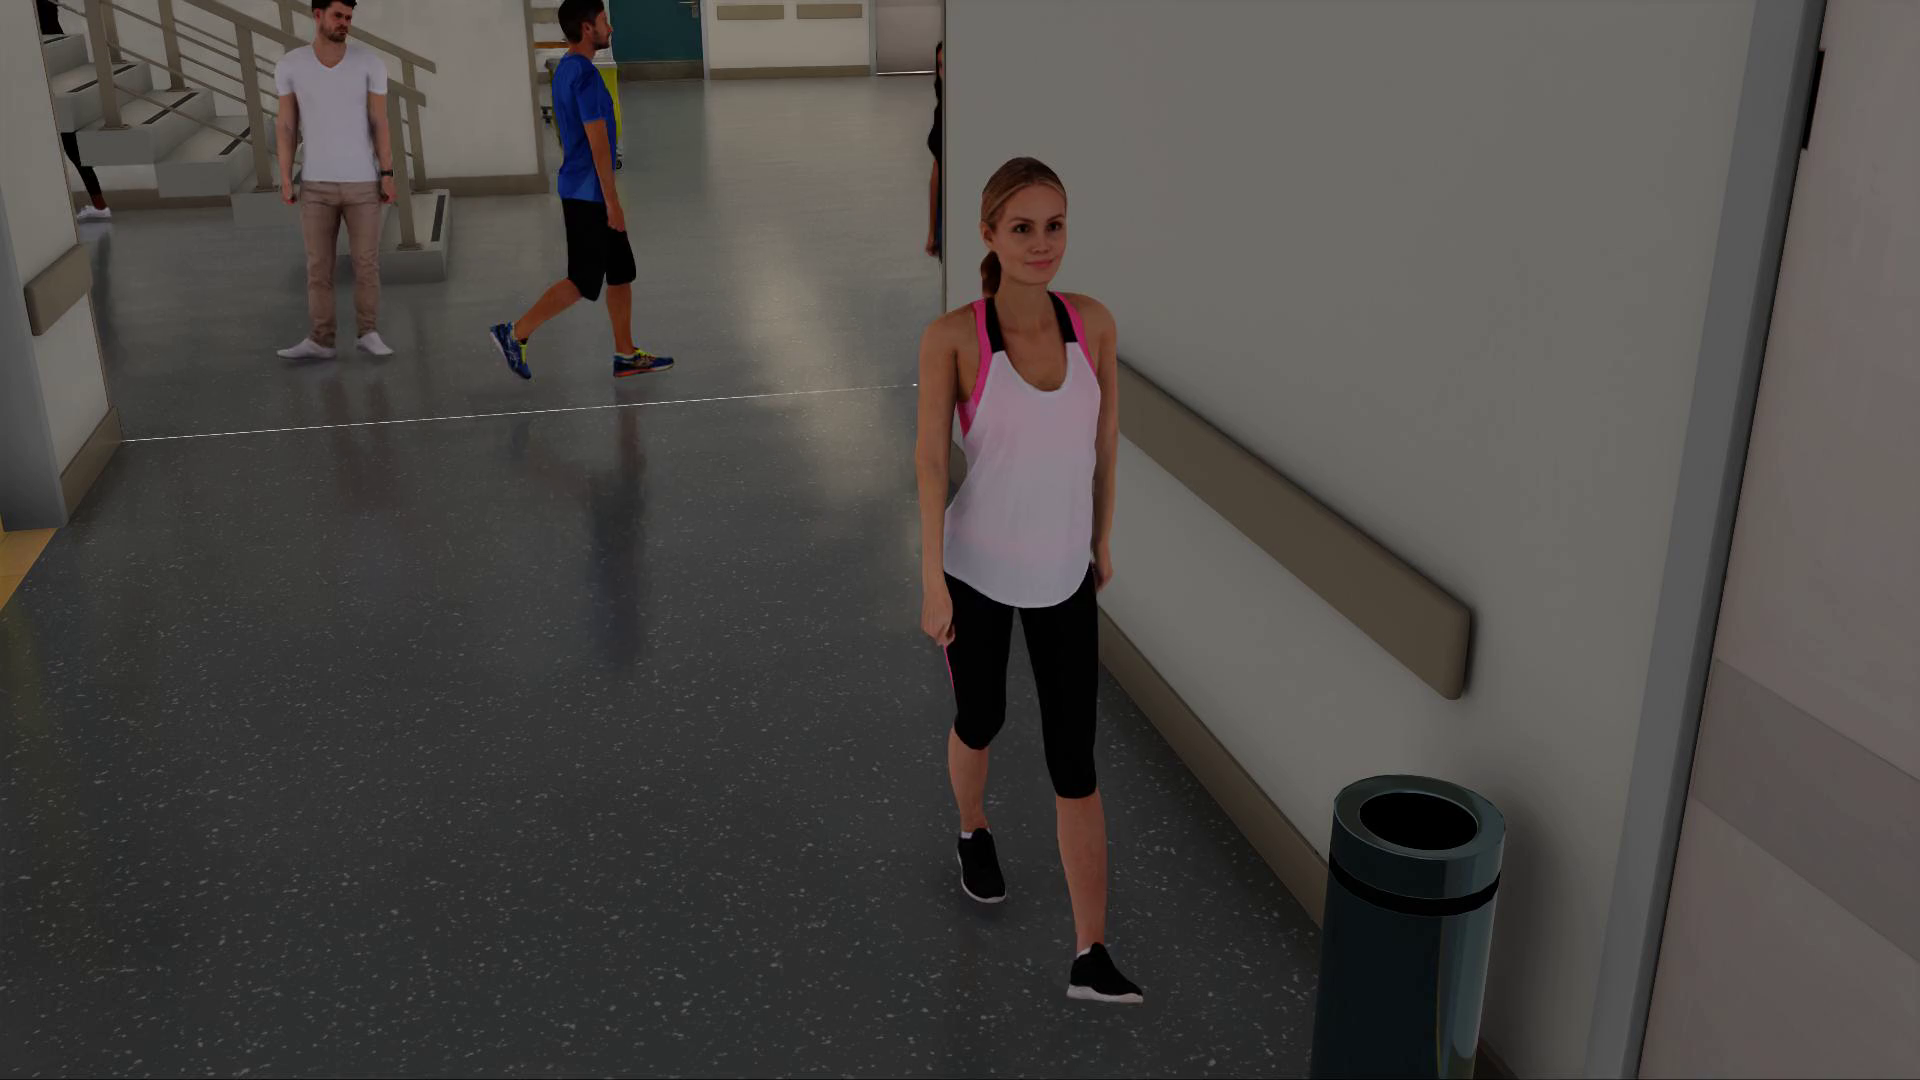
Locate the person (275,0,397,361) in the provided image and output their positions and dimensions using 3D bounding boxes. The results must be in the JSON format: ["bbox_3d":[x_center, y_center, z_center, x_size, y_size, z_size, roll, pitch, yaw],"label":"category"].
[{"bbox_3d":[-3.200,-1.831,8.485,0.496,1.868,0.928,0,21,0],"label":"person"}]

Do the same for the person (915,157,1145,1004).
[{"bbox_3d":[0.086,0.073,3.635,1.034,1.742,0.677,-6,22,-15],"label":"person"}]

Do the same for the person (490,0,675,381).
[{"bbox_3d":[-1.872,-1.629,7.988,1.144,1.842,0.686,-8,22,-20],"label":"person"}]

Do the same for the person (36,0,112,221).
[{"bbox_3d":[-6.652,-3.219,12.377,0.962,1.706,0.696,-8,22,-20],"label":"person"}]
